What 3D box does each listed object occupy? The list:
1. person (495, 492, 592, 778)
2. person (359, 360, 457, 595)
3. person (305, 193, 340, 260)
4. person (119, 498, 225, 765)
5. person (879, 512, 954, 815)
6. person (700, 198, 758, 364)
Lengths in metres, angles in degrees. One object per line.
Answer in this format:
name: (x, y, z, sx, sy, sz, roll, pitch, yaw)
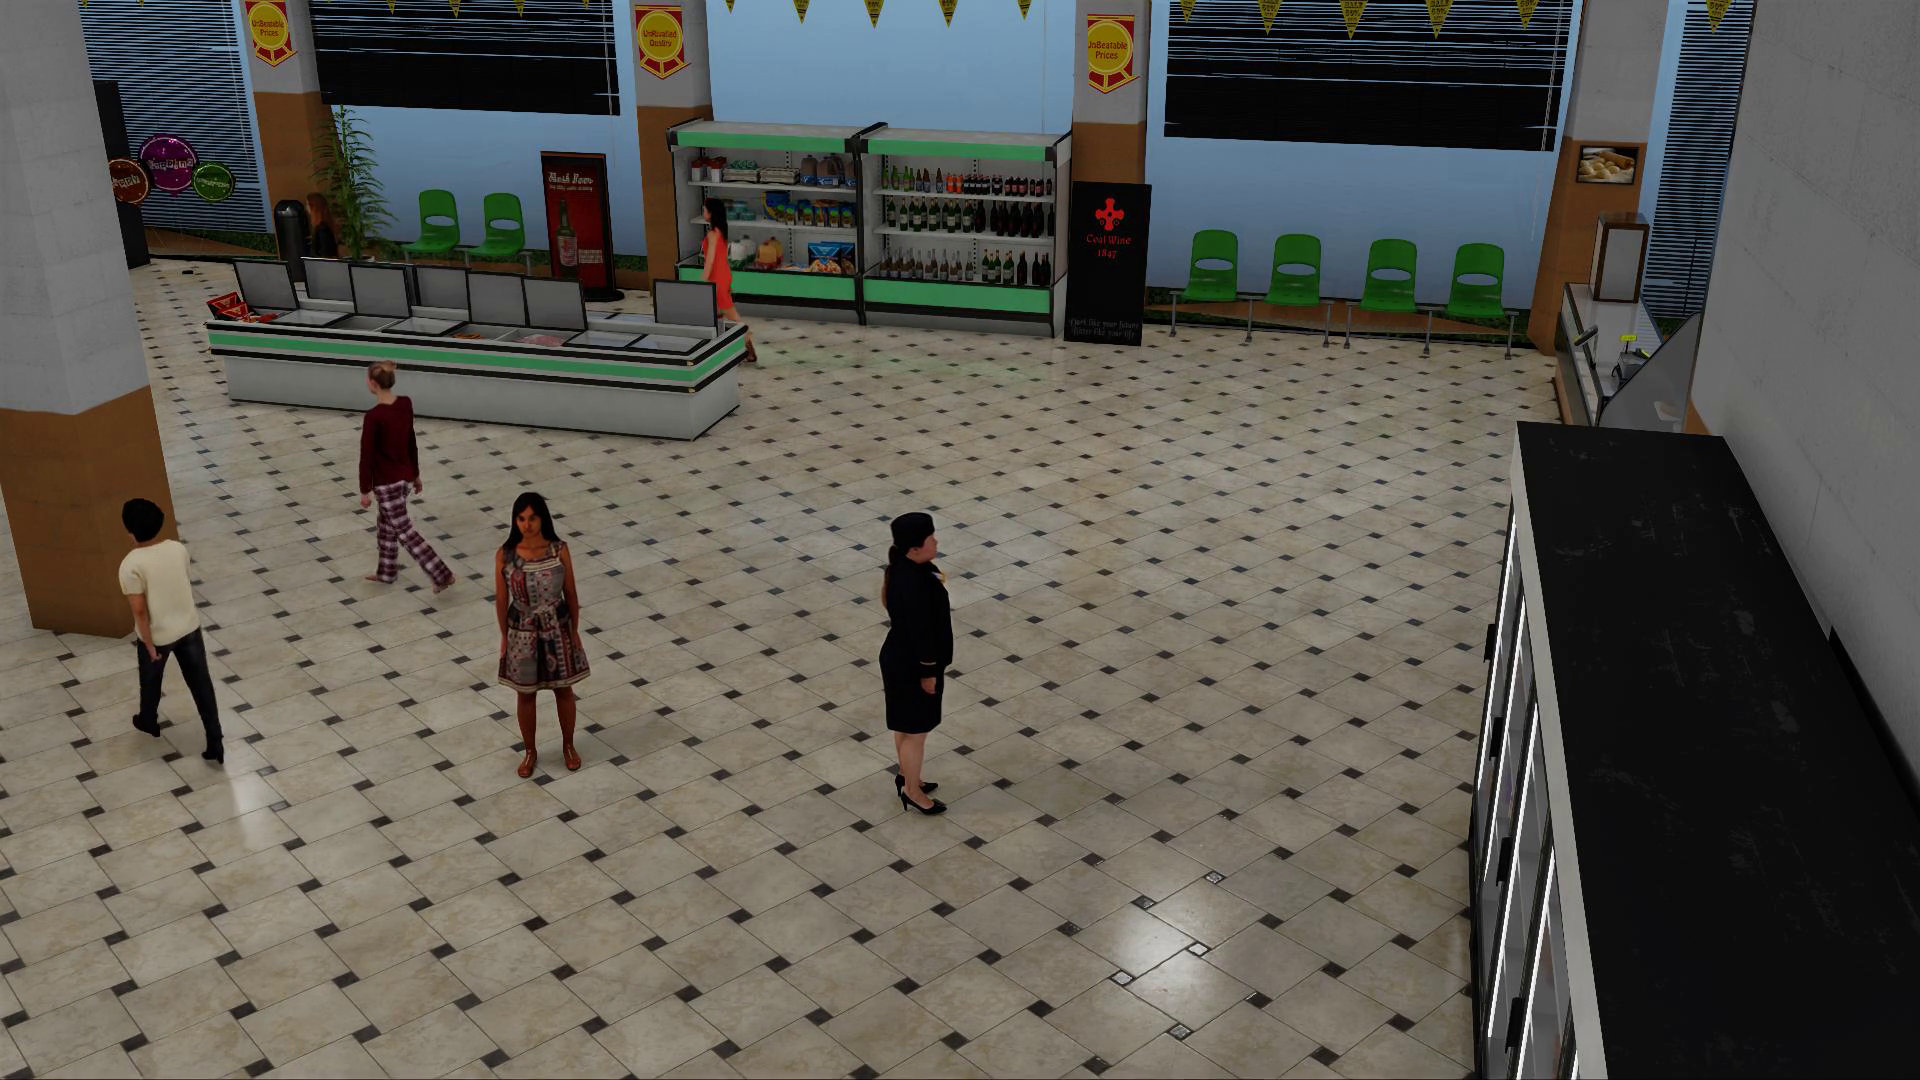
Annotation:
person: (-2.315, 0.508, 9.190, 0.646, 1.645, 0.788, -5, 22, -12)
person: (-3.826, -0.389, 11.400, 1.034, 1.661, 0.692, 8, 23, 19)
person: (-6.431, -2.739, 17.220, 0.982, 1.682, 0.813, -2, 22, -6)
person: (-4.333, 0.546, 9.222, 1.070, 1.550, 0.813, 14, 26, 32)
person: (-0.241, 0.654, 8.792, 0.778, 1.671, 0.790, -3, 22, -8)
person: (-2.348, -2.561, 16.800, 1.167, 1.666, 0.777, 1, 22, 2)
